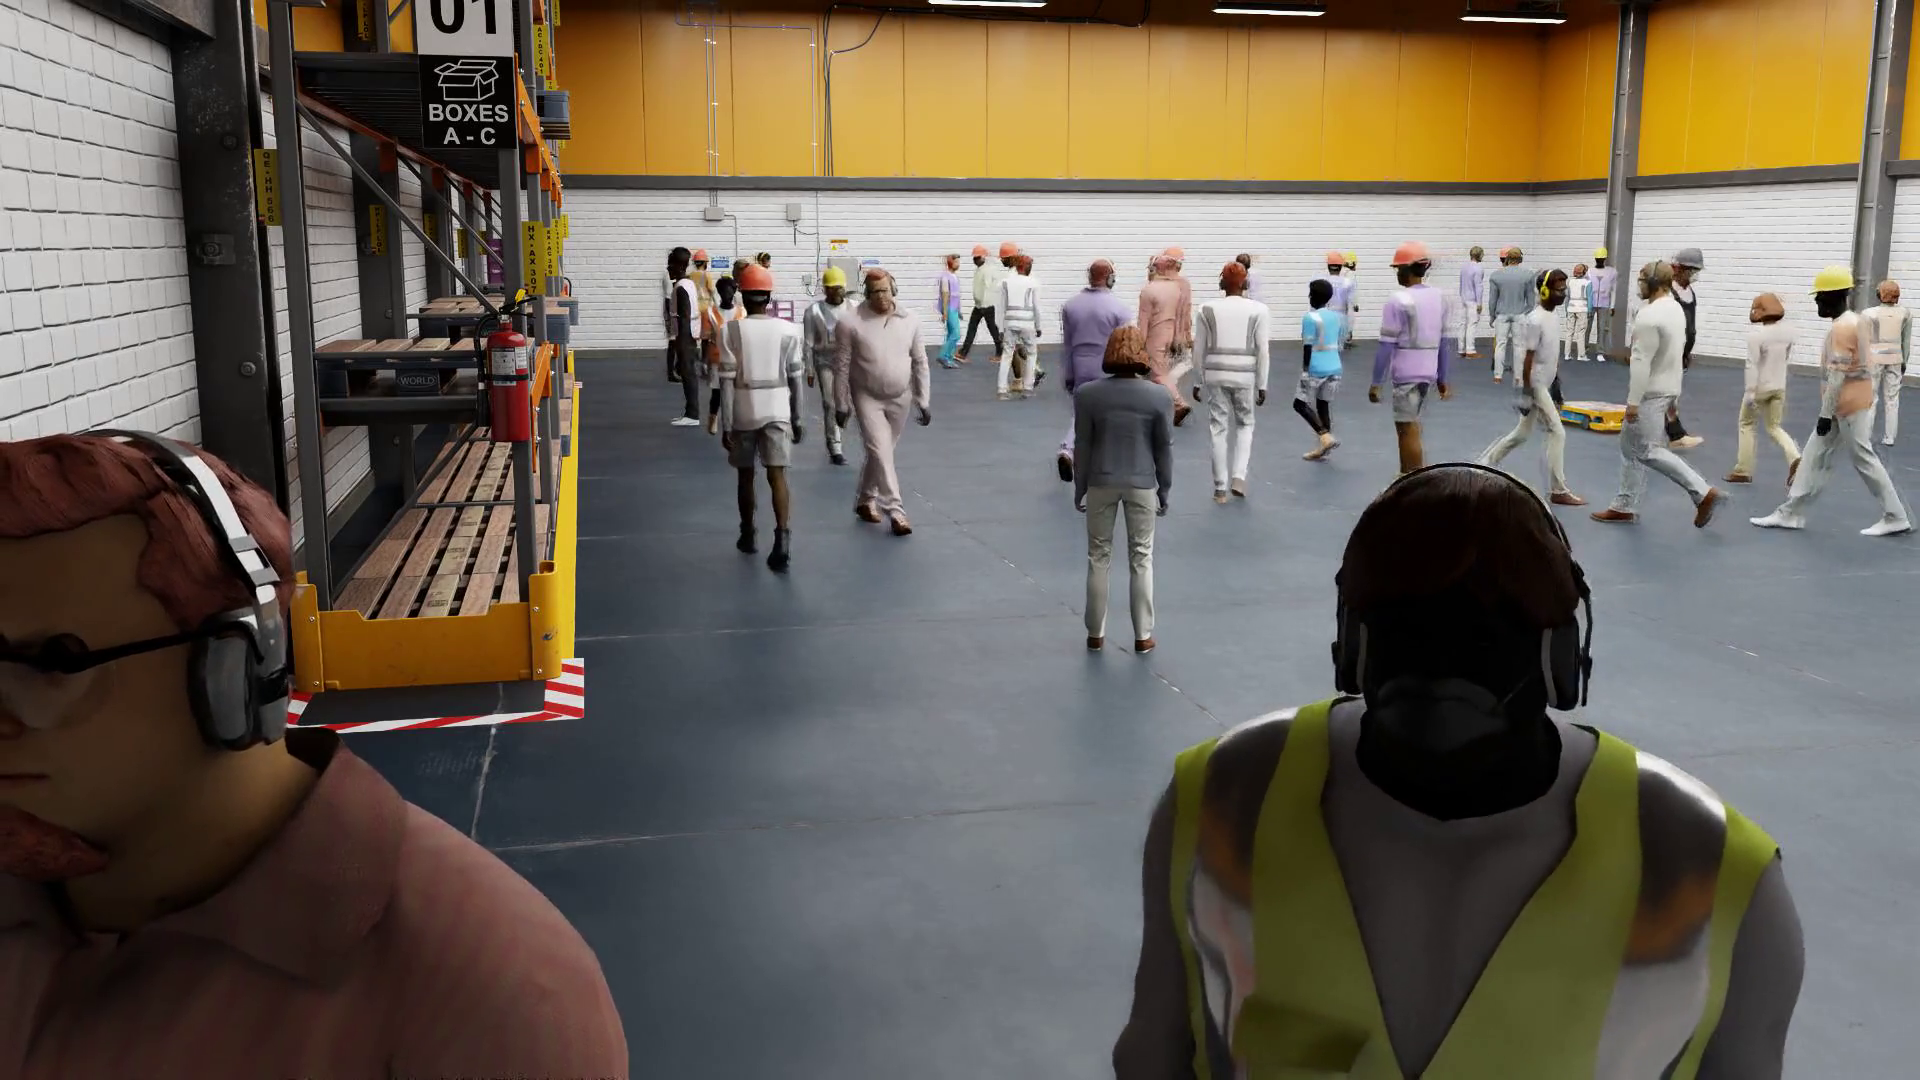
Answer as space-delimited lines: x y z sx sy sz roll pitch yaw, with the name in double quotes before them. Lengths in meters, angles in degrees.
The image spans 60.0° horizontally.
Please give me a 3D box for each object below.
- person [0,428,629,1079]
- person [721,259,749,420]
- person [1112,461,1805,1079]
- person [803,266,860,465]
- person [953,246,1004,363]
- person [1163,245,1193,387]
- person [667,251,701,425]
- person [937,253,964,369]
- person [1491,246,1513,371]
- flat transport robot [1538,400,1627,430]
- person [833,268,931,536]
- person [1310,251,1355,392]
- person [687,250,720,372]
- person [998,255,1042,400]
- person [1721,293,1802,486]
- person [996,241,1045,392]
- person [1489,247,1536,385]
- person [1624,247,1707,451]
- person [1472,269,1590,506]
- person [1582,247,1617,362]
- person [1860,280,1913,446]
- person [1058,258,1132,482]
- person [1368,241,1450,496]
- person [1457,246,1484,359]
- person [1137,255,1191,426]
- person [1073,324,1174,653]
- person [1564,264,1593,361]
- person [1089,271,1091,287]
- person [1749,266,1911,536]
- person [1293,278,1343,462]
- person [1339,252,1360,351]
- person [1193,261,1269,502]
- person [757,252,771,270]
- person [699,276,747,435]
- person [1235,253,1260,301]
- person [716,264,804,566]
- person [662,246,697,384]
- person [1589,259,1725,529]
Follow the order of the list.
"person" -0.577 0.864 1.285 0.639 1.911 0.402 3 11 15
"person" -2.455 -2.206 18.522 0.642 1.821 0.534 10 14 44
"person" 0.433 0.838 1.617 0.628 1.843 0.429 4 11 22
"person" -1.164 -1.616 15.320 0.594 1.807 0.740 -5 11 -25
"person" 0.324 -3.883 27.502 1.041 1.932 0.627 -5 11 -24
"person" 2.453 -2.437 19.375 0.490 1.977 0.646 -7 13 -36
"person" -3.029 -2.222 18.358 0.371 1.916 0.597 -1 10 -6
"person" -0.131 -3.610 26.305 0.450 1.830 0.562 3 11 15
"person" 8.517 -3.616 26.022 0.361 1.939 0.542 4 11 19
"flat transport robot" 6.981 -1.372 18.208 0.652 0.197 1.431 -2 11 -9
"person" -0.547 -0.981 11.714 0.659 1.847 0.972 -5 11 -26
"person" 4.898 -2.851 21.942 0.561 1.884 0.980 2 10 13
"person" -4.026 -3.559 25.904 0.551 1.884 1.039 8 13 38
"person" 0.787 -2.705 21.306 0.581 1.830 0.814 5 11 27
"person" 6.680 -1.231 13.713 0.490 1.606 0.656 -3 11 -19
"person" 0.775 -2.966 22.202 0.545 2.020 0.653 6 12 32
"person" 7.771 -3.153 23.461 0.629 1.940 0.373 4 11 21
"person" 6.924 -1.905 16.260 0.718 2.000 1.011 -8 13 -39
"person" 4.427 -1.192 12.922 0.928 1.830 0.504 5 12 27
"person" 10.707 -3.956 27.948 0.594 1.922 0.385 3 11 14
"person" 9.121 -1.739 16.456 0.517 1.641 0.308 1 10 3
"person" 1.109 -1.354 13.641 0.658 1.895 0.542 8 13 37
"person" 3.380 -1.265 12.763 0.646 2.020 0.720 -7 12 -33
"person" 8.805 -4.083 28.614 0.352 1.937 0.635 -2 10 -11
"person" 2.213 -2.208 18.403 0.897 1.873 0.649 9 13 39
"person" 0.806 -0.248 8.235 0.494 1.624 0.280 1 10 6
"person" 10.429 -3.831 28.051 0.307 1.639 0.514 -8 13 -36
"person" 2.236 -3.868 28.377 0.801 1.578 0.526 -3 11 -18
"person" 6.124 -0.948 11.481 0.997 1.864 0.588 4 11 23
"person" 3.298 -1.547 15.243 0.556 1.682 0.378 -9 14 -42
"person" 7.224 -4.394 30.681 0.618 1.809 0.616 -2 10 -9
"person" 2.107 -1.231 12.991 0.597 1.867 0.495 2 10 10
"person" -3.253 -3.730 26.941 0.522 1.833 0.658 -2 10 -11
"person" -2.340 -1.797 16.638 0.539 1.679 0.557 -3 11 -18
"person" 4.608 -3.758 27.137 0.517 1.820 0.617 -1 10 -7
"person" -1.249 -0.794 10.530 0.560 1.895 0.983 -3 11 -18
"person" -3.975 -3.157 23.466 0.461 1.938 0.660 3 11 17
"person" 4.944 -1.010 11.677 0.856 1.905 0.630 8 13 37
